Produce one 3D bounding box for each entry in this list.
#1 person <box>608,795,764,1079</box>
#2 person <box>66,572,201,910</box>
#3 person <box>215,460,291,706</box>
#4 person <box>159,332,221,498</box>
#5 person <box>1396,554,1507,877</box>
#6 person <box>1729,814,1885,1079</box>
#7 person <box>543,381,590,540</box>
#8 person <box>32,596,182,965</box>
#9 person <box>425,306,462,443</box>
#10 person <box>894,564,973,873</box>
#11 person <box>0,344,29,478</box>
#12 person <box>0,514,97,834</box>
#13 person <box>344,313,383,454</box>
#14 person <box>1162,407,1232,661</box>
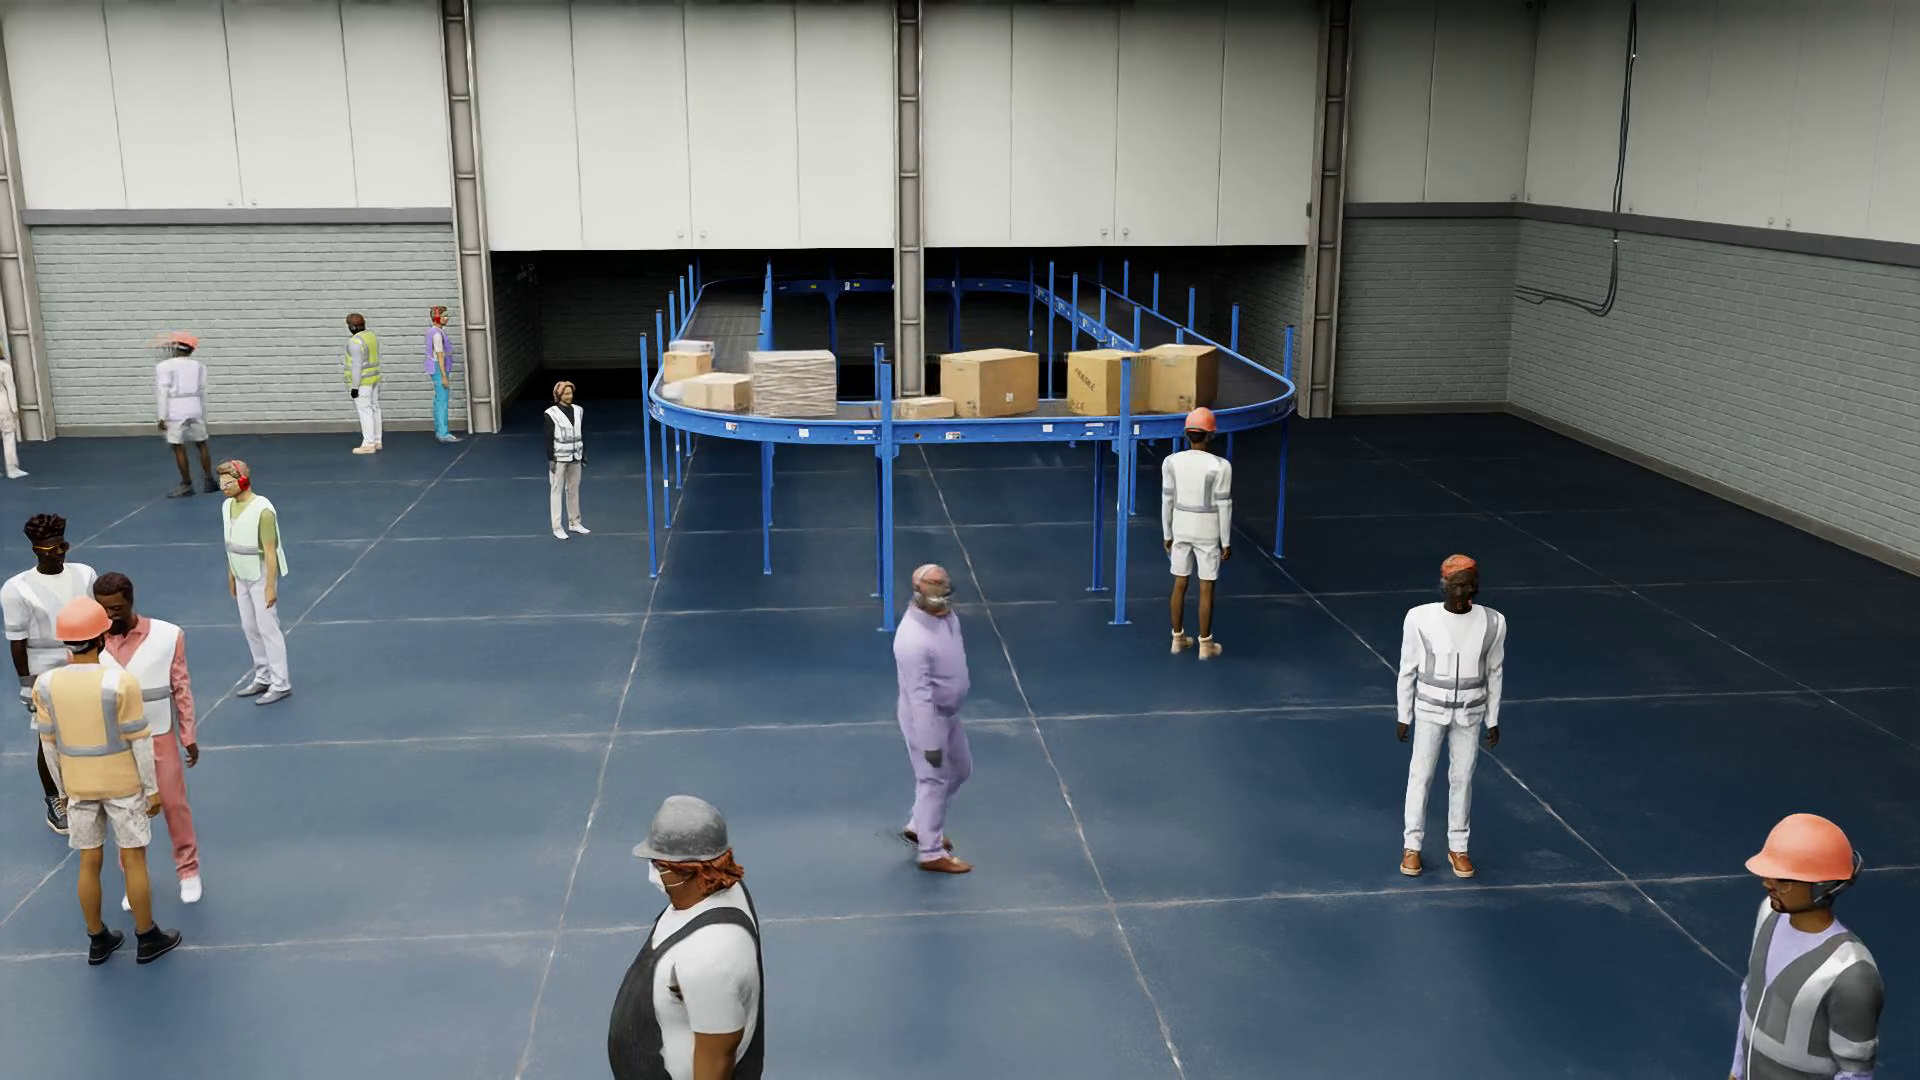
[{"bbox_3d":[-0.943,1.844,5.776,0.539,2.000,0.688,-2,14,-7],"label":"person"},{"bbox_3d":[-4.504,1.083,9.104,0.598,1.906,0.401,-4,15,-17],"label":"person"},{"bbox_3d":[-5.248,0.297,12.393,0.580,1.830,0.402,10,17,35],"label":"person"},{"bbox_3d":[-9.005,-1.440,19.259,0.385,1.891,0.666,10,17,35],"label":"person"},{"bbox_3d":[2.779,1.001,9.465,0.584,1.884,0.348,1,14,6],"label":"person"},{"bbox_3d":[2.770,1.884,5.610,0.395,2.042,0.611,-1,14,-3],"label":"person"},{"bbox_3d":[-4.101,-0.842,17.333,0.311,1.642,0.513,10,17,34],"label":"person"},{"bbox_3d":[-4.339,1.227,8.446,0.544,1.943,0.347,0,14,0],"label":"person"},{"bbox_3d":[-7.040,-2.244,22.527,0.390,1.847,0.566,-6,15,-24],"label":"person"},{"bbox_3d":[-0.145,1.020,9.426,0.406,1.883,0.690,4,15,15],"label":"person"},{"bbox_3d":[-11.679,-1.608,20.197,0.491,1.741,0.332,0,14,-2],"label":"person"},{"bbox_3d":[-5.461,0.792,10.138,0.367,1.966,0.607,7,16,25],"label":"person"},{"bbox_3d":[-7.827,-2.053,21.782,0.430,1.840,0.620,1,14,4],"label":"person"},{"bbox_3d":[1.908,-0.052,13.387,0.610,2.039,0.398,10,17,34],"label":"person"}]
